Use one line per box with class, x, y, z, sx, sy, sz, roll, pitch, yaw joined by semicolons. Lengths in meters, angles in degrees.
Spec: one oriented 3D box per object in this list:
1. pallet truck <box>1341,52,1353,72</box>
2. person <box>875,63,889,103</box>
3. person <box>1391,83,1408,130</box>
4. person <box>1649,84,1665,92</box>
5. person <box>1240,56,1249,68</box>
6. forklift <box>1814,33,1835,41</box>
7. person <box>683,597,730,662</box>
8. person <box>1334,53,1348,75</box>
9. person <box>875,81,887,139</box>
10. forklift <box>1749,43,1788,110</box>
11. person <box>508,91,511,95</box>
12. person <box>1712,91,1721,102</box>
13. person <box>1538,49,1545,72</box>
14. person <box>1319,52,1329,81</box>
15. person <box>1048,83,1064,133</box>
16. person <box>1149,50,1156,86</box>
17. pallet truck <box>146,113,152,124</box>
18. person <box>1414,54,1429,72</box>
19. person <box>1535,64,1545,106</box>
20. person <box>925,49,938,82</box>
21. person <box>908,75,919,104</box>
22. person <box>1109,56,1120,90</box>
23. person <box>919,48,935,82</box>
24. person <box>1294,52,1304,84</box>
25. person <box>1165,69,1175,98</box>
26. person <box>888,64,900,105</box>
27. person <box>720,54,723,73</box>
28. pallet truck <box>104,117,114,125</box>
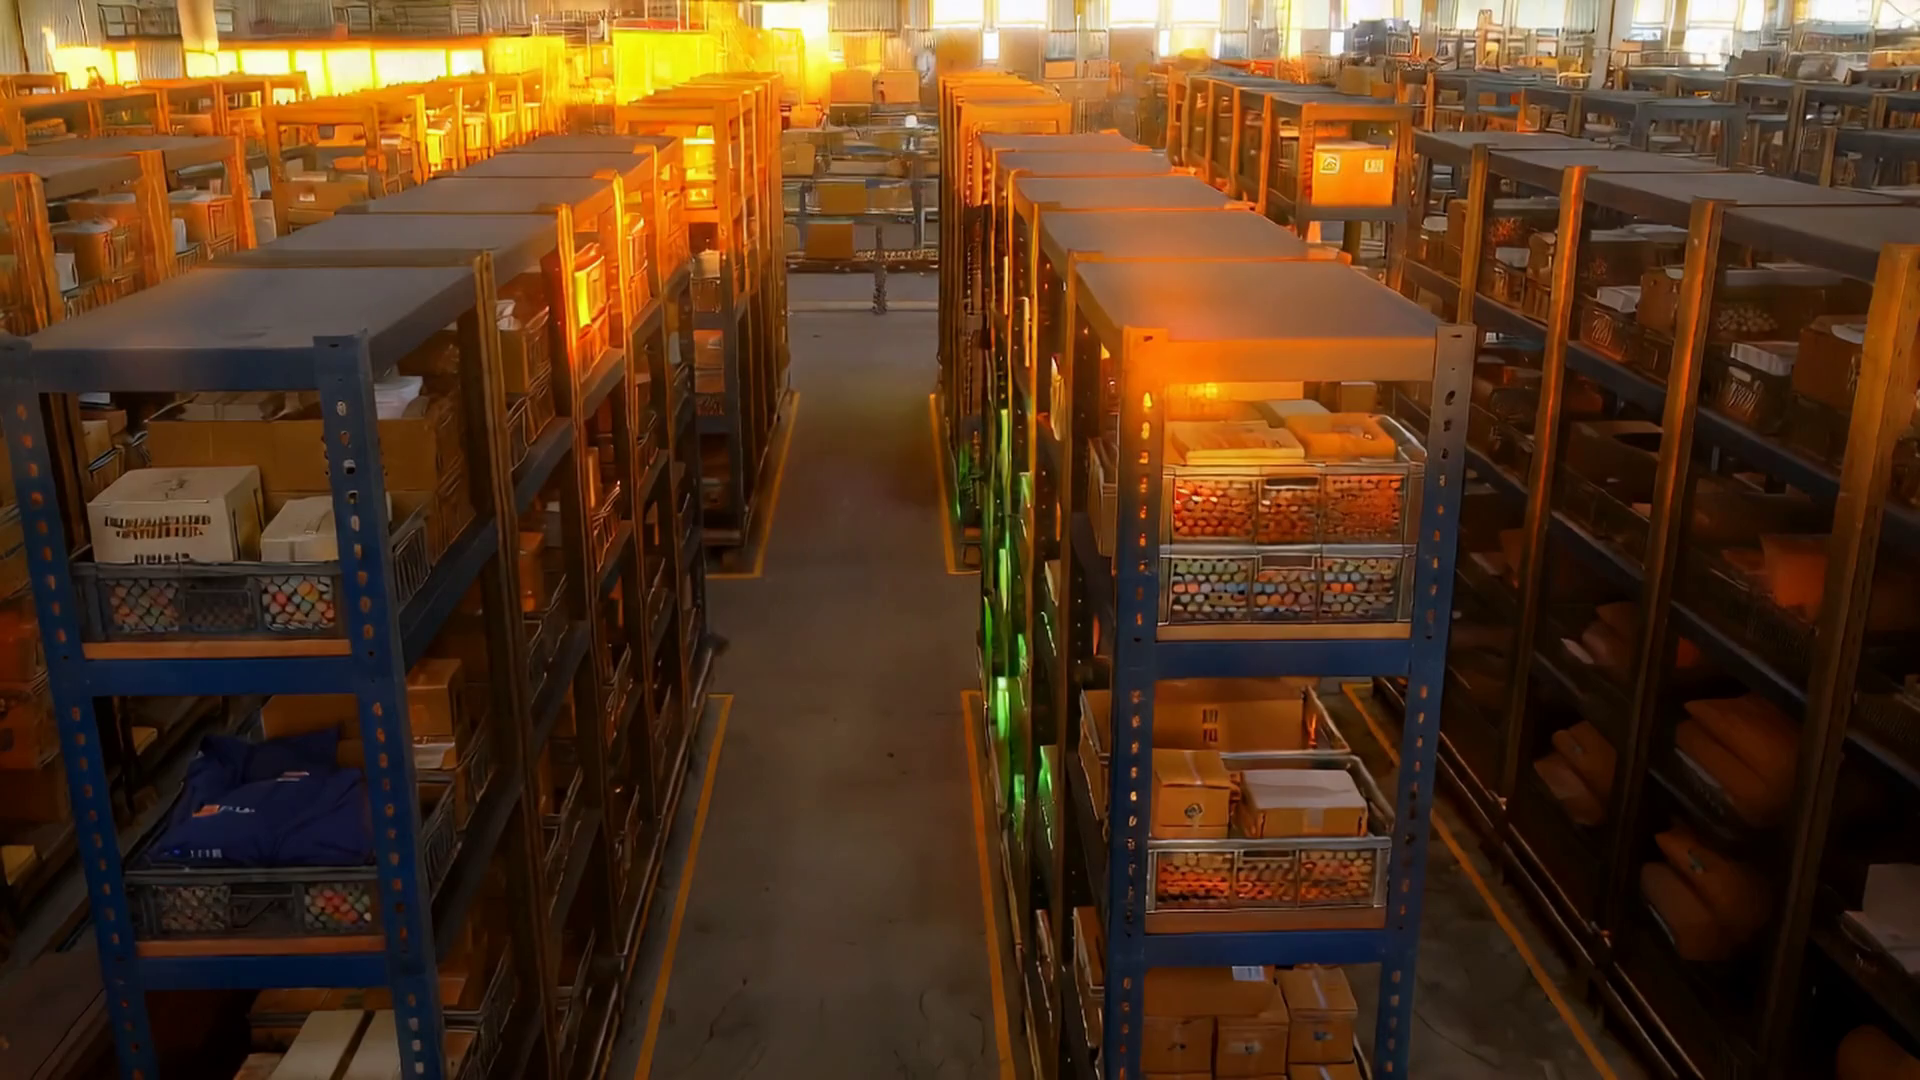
pallet truck;18.794;-23.123;82.231;0.823;1.965;1.885;-13;22;-35
person;-3.303;-19.095;70.011;0.943;1.862;0.666;-5;19;-15
person;15.100;-15.015;57.092;0.830;2.017;0.607;7;19;20
person;27.030;-17.384;64.547;0.613;1.956;0.373;6;19;18
person;13.614;-22.056;79.161;0.956;1.843;0.598;-13;22;-34
forklift;44.096;-24.547;85.225;1.129;2.768;1.873;7;19;21
person;-2.003;0.039;10.860;0.866;1.814;0.572;2;18;7
person;19.117;-23.515;83.606;0.653;1.896;0.942;13;22;34
person;-2.487;-13.642;53.018;0.448;1.925;0.544;0;18;0
forklift;31.171;-17.784;64.297;1.129;2.768;1.873;-1;18;-2
person;-14.861;-14.321;55.491;0.941;1.687;0.503;-3;18;-9
person;25.214;-14.479;55.658;0.633;1.882;1.024;12;21;32
person;31.482;-25.659;90.209;0.382;1.917;0.585;1;18;3
person;18.332;-23.584;83.778;0.441;1.920;0.631;-16;24;-41
person;2.879;-13.031;51.096;0.373;1.962;0.778;10;20;28
person;10.324;-25.178;88.807;0.387;1.865;0.551;0;18;-1
pallet truck;-18.087;-8.309;36.390;1.885;1.965;0.823;-1;18;-4
person;21.446;-21.559;77.323;0.688;2.000;0.539;6;19;18
person;24.111;-18.865;69.282;0.528;1.860;0.333;-9;20;-25
person;-1.565;-26.592;93.295;0.964;1.791;0.639;2;18;5
person;-1.775;-15.860;60.083;0.901;1.785;0.625;1;18;3
person;7.305;-21.903;78.661;0.573;1.877;0.353;-6;19;-18
person;-1.939;-26.870;94.046;1.015;1.870;0.607;5;18;14
person;17.084;-23.579;83.770;0.585;1.922;0.391;-10;20;-27
person;7.999;-16.798;62.802;0.601;1.908;0.445;-10;20;-28
person;-2.735;-18.655;68.559;0.555;1.909;0.895;-12;21;-33
person;-12.523;-24.819;87.773;0.789;1.826;0.531;16;24;41
pallet truck;-18.367;-7.885;35.078;1.885;1.965;0.823;1;18;2
